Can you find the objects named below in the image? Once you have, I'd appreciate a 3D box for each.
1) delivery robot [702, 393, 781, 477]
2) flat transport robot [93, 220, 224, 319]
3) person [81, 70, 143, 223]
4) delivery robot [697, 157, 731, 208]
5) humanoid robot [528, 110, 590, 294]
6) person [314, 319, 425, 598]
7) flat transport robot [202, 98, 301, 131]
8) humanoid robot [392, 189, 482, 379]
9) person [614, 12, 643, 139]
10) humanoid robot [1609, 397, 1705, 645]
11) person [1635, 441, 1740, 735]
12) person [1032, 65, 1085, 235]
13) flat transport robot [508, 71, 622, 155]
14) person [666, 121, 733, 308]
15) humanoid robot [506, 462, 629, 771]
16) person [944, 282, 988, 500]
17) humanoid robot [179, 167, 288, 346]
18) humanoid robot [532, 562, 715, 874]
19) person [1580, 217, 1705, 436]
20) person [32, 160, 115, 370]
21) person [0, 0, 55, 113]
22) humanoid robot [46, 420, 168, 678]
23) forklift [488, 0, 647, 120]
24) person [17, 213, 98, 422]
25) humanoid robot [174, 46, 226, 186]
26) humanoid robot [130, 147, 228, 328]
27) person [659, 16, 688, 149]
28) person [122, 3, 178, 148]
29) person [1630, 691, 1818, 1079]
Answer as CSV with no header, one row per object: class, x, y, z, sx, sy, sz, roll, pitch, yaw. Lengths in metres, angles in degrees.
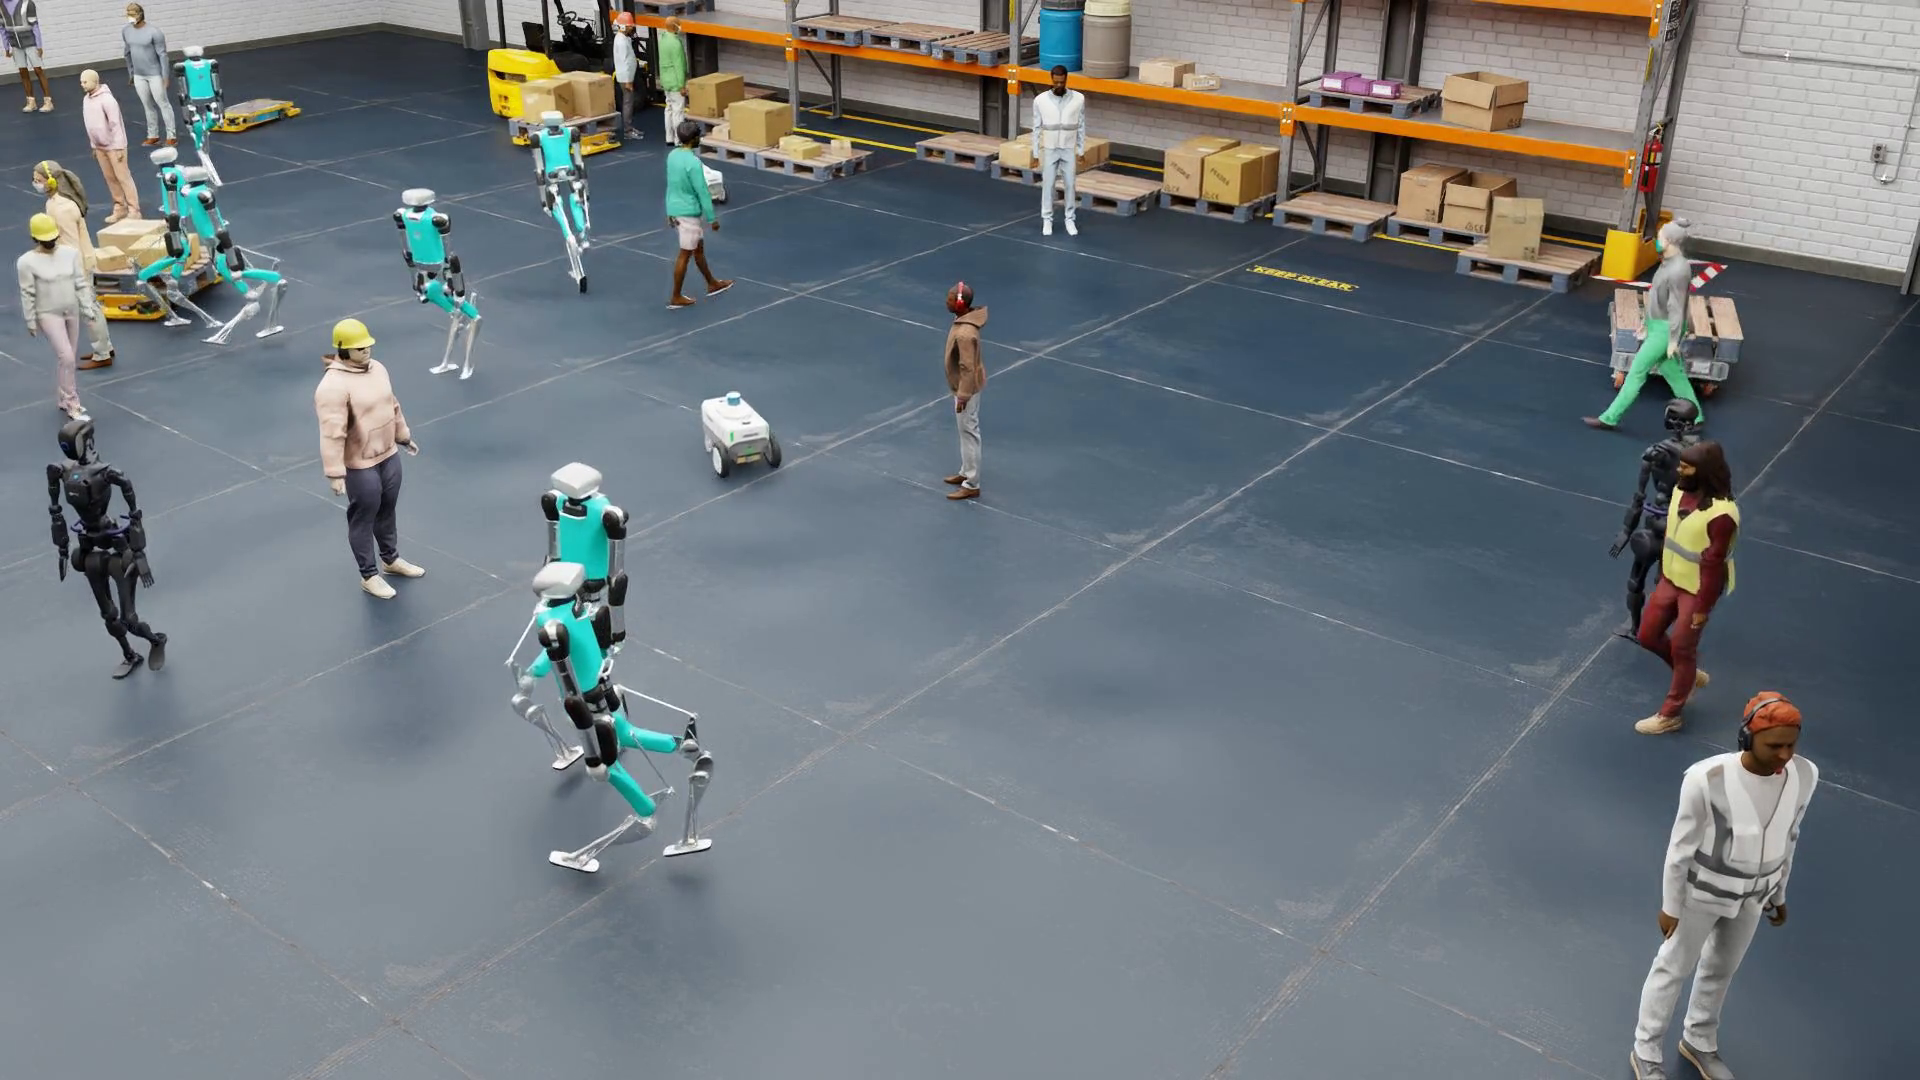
delivery robot,-1.745,-0.847,13.000,0.499,0.598,0.779,-12,28,-24
flat transport robot,-8.098,-2.525,16.800,0.659,0.231,1.431,2,26,4
person,-9.838,-4.546,19.258,0.520,1.777,0.408,13,29,25
delivery robot,-3.192,-4.338,20.249,0.499,0.614,0.817,-23,34,-39
humanoid robot,-3.972,-3.427,16.996,0.556,1.769,0.966,-13,28,-24
person,-3.886,-0.551,10.873,0.410,1.867,0.791,8,27,17
flat transport robot,-10.492,-6.279,24.575,0.659,0.231,1.431,9,27,17
humanoid robot,-4.474,-2.253,14.549,0.565,1.755,0.787,9,27,19
person,-4.674,-6.538,23.417,0.345,1.740,0.572,-5,26,-10
humanoid robot,4.313,-0.058,10.083,0.588,1.644,0.554,-13,29,-24
person,4.076,0.271,9.300,0.444,1.755,0.480,-8,27,-17
person,1.113,-4.414,18.834,0.596,1.907,0.408,-3,26,-5
flat transport robot,-5.467,-5.574,23.113,1.431,0.231,0.659,16,30,30
person,-2.589,-3.240,16.502,0.891,1.811,0.527,-19,32,-34
humanoid robot,-2.093,0.515,8.843,0.543,1.798,0.837,14,29,27
person,0.038,-1.099,12.253,0.324,1.651,0.459,0,26,0
humanoid robot,-6.605,-2.597,15.245,0.543,1.720,0.988,23,34,39
humanoid robot,-1.543,0.913,8.028,1.017,1.735,0.534,-1,26,-2
person,5.665,-1.713,13.369,0.965,1.798,0.535,7,27,13
person,-7.864,-2.449,14.811,0.399,1.872,0.556,-12,28,-23
person,-14.086,-7.447,24.976,0.598,2.035,0.411,-1,26,-2
humanoid robot,-5.055,0.051,9.843,0.600,1.643,0.380,3,26,6
forklift,-5.874,-7.334,24.552,1.214,2.155,2.313,19,32,34
person,-7.359,-1.837,13.690,0.687,1.726,0.520,12,28,24
humanoid robot,-9.705,-5.433,21.155,0.543,1.759,0.983,-20,32,-35
humanoid robot,-7.474,-2.759,15.619,0.848,1.799,0.554,-7,27,-15
person,-3.916,-6.263,22.816,0.389,1.778,0.534,-14,29,-26
person,-11.151,-6.383,22.872,0.627,1.940,0.372,5,26,11
person,3.097,1.442,6.730,0.573,1.882,0.361,-5,26,-10
